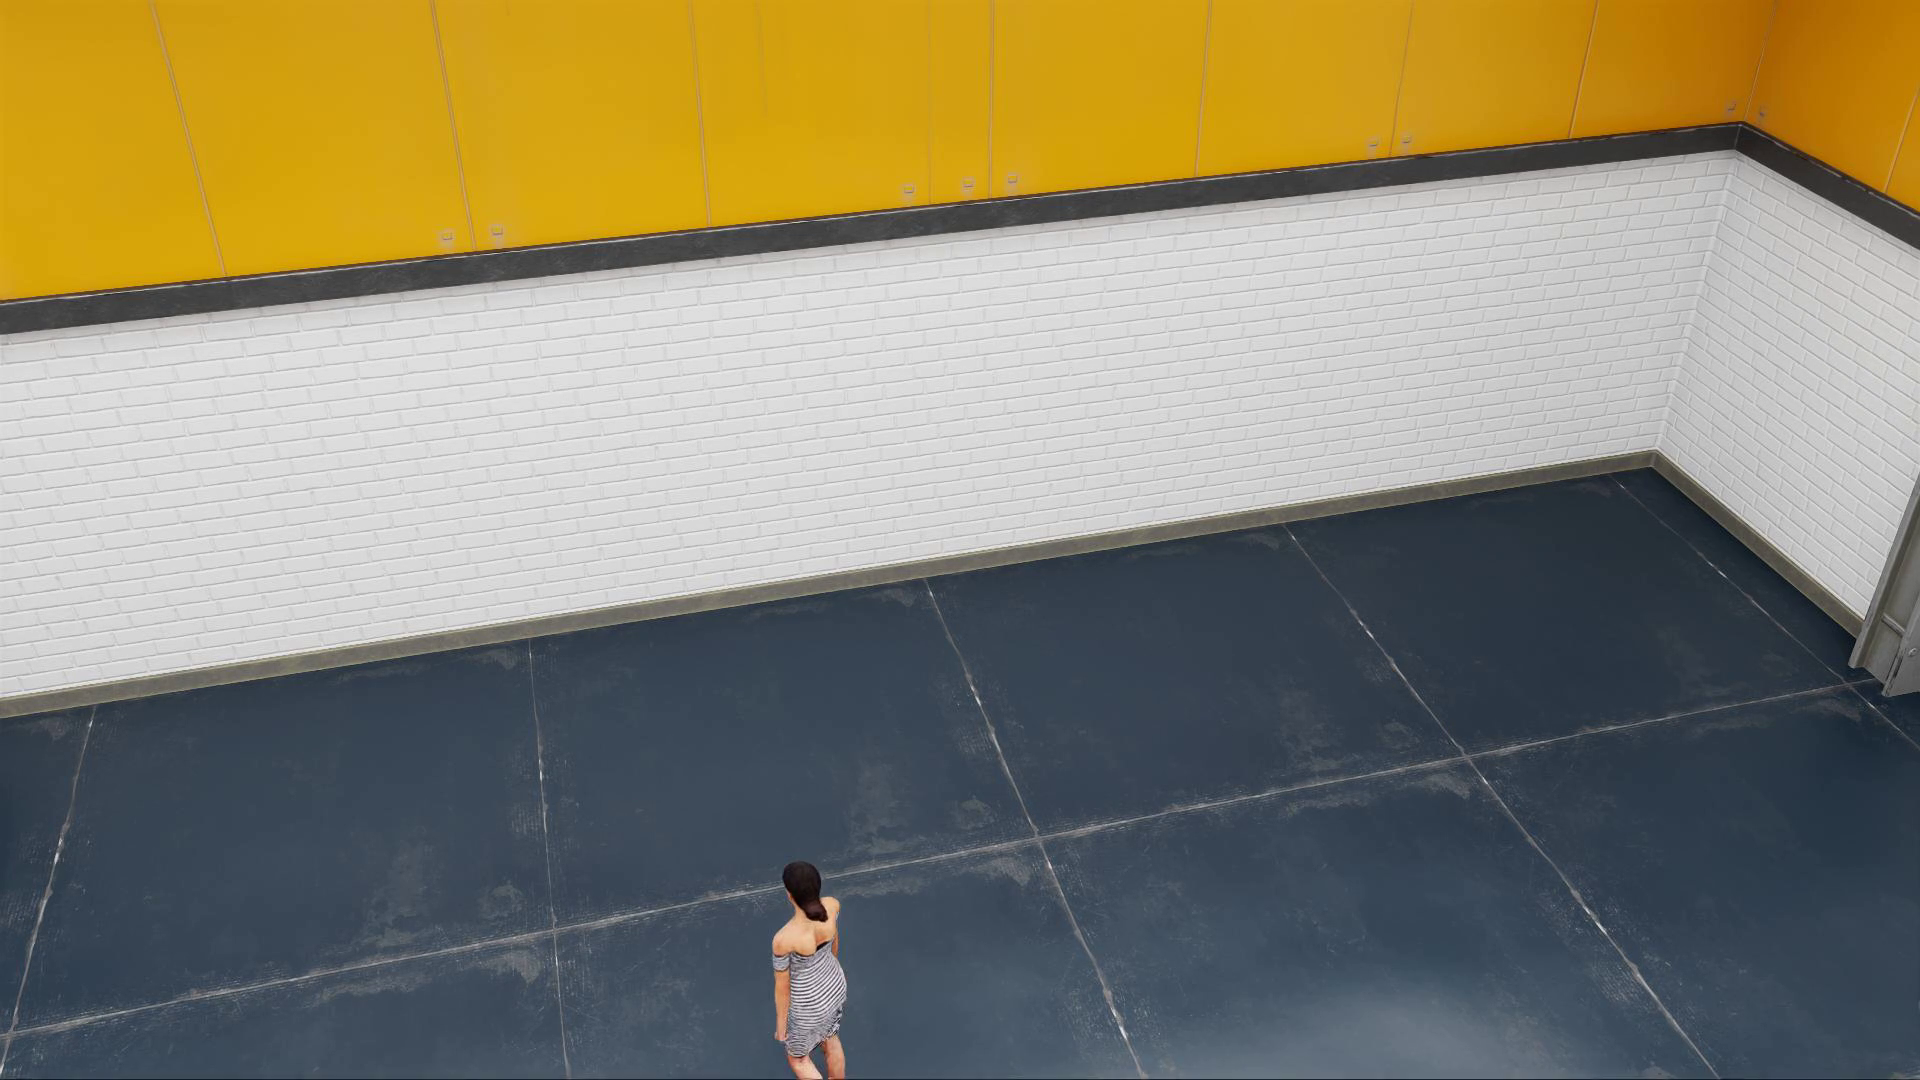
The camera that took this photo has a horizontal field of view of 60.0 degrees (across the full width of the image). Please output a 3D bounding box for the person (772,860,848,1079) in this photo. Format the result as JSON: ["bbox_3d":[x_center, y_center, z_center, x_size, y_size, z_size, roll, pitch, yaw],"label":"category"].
[{"bbox_3d":[-0.659,2.320,8.183,0.842,1.814,0.790,26,42,33],"label":"person"}]
